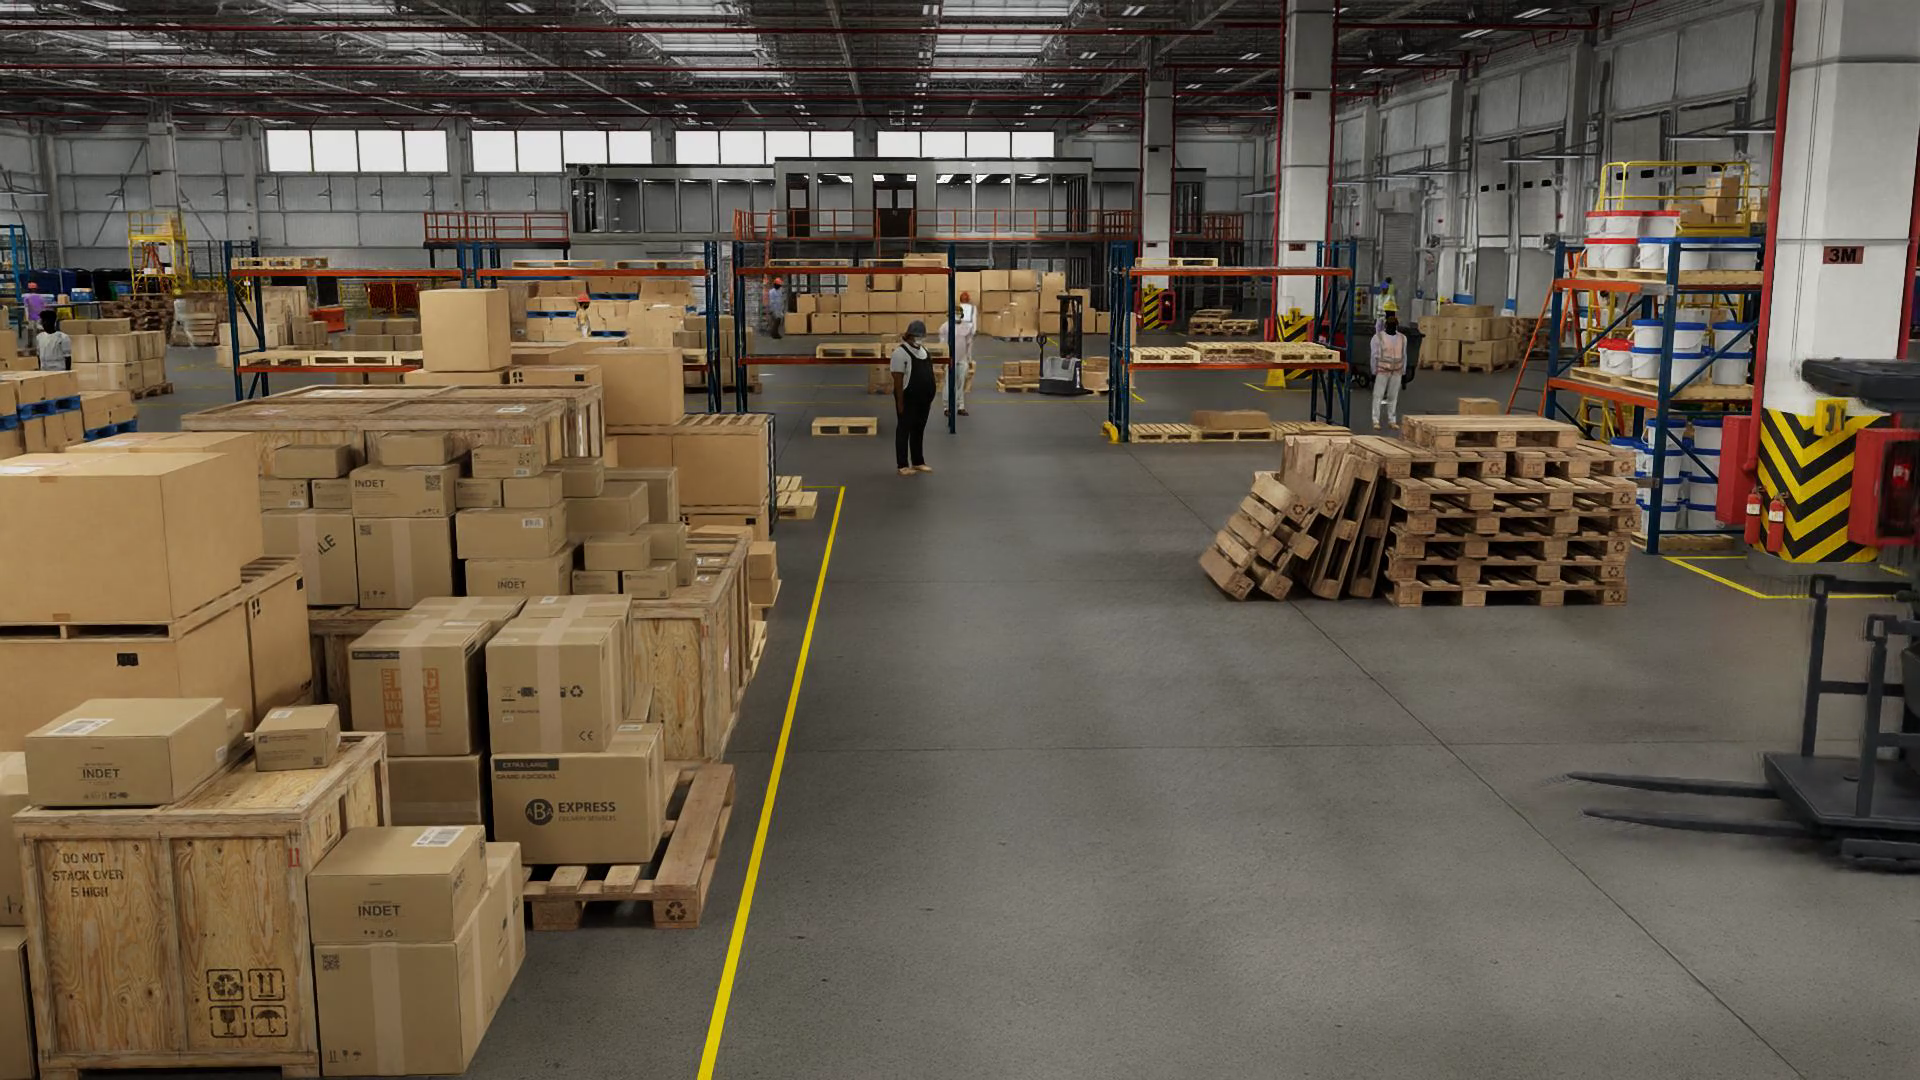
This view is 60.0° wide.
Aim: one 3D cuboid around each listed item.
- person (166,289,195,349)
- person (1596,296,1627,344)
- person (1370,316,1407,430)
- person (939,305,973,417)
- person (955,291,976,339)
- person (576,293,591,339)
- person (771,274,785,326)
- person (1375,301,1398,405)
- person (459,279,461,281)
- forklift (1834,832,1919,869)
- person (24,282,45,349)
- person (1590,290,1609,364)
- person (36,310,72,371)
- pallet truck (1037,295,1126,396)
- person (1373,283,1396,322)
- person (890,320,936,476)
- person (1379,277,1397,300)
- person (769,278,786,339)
[{"bbox_3d":[-22.101,-6.245,47.081,0.912,1.694,0.492,3,11,18],"label":"person"},{"bbox_3d":[14.441,-4.475,36.822,0.664,1.849,0.400,5,11,27],"label":"person"},{"bbox_3d":[6.942,-2.697,26.912,0.622,1.840,0.430,-2,10,-9],"label":"person"},{"bbox_3d":[-0.061,-3.121,29.002,0.627,1.936,0.375,-5,11,-25],"label":"person"},{"bbox_3d":[0.115,-4.968,39.509,0.579,1.863,0.728,-2,10,-12],"label":"person"},{"bbox_3d":[-7.960,-4.253,35.291,0.350,1.942,0.545,-4,11,-21],"label":"person"},{"bbox_3d":[-6.651,-8.703,60.284,0.500,1.867,0.604,9,14,41],"label":"person"},{"bbox_3d":[8.011,-3.502,31.148,0.587,1.927,0.368,-9,13,-40],"label":"person"},{"bbox_3d":[-16.450,-7.755,55.016,0.599,1.865,0.996,4,11,21],"label":"person"},{"bbox_3d":[5.302,0.150,8.144,1.873,2.768,1.129,2,10,12],"label":"forklift"},{"bbox_3d":[-25.627,-6.155,45.979,0.917,1.901,0.577,8,13,36],"label":"person"},{"bbox_3d":[16.012,-5.381,41.432,0.388,1.992,0.620,-2,10,-9],"label":"person"},{"bbox_3d":[-14.332,-2.653,26.304,0.606,1.966,0.367,2,10,12],"label":"person"},{"bbox_3d":[2.483,-3.881,33.060,1.885,1.965,0.823,-7,13,-36],"label":"pallet truck"},{"bbox_3d":[11.410,-5.939,44.781,0.637,1.934,0.504,9,14,41],"label":"person"},{"bbox_3d":[-0.567,-1.861,21.687,0.537,2.000,0.675,8,13,36],"label":"person"},{"bbox_3d":[14.757,-8.189,57.571,0.646,1.818,0.725,-1,10,-3],"label":"person"},{"bbox_3d":[-5.714,-7.233,51.997,0.409,1.908,0.538,5,11,25],"label":"person"}]
